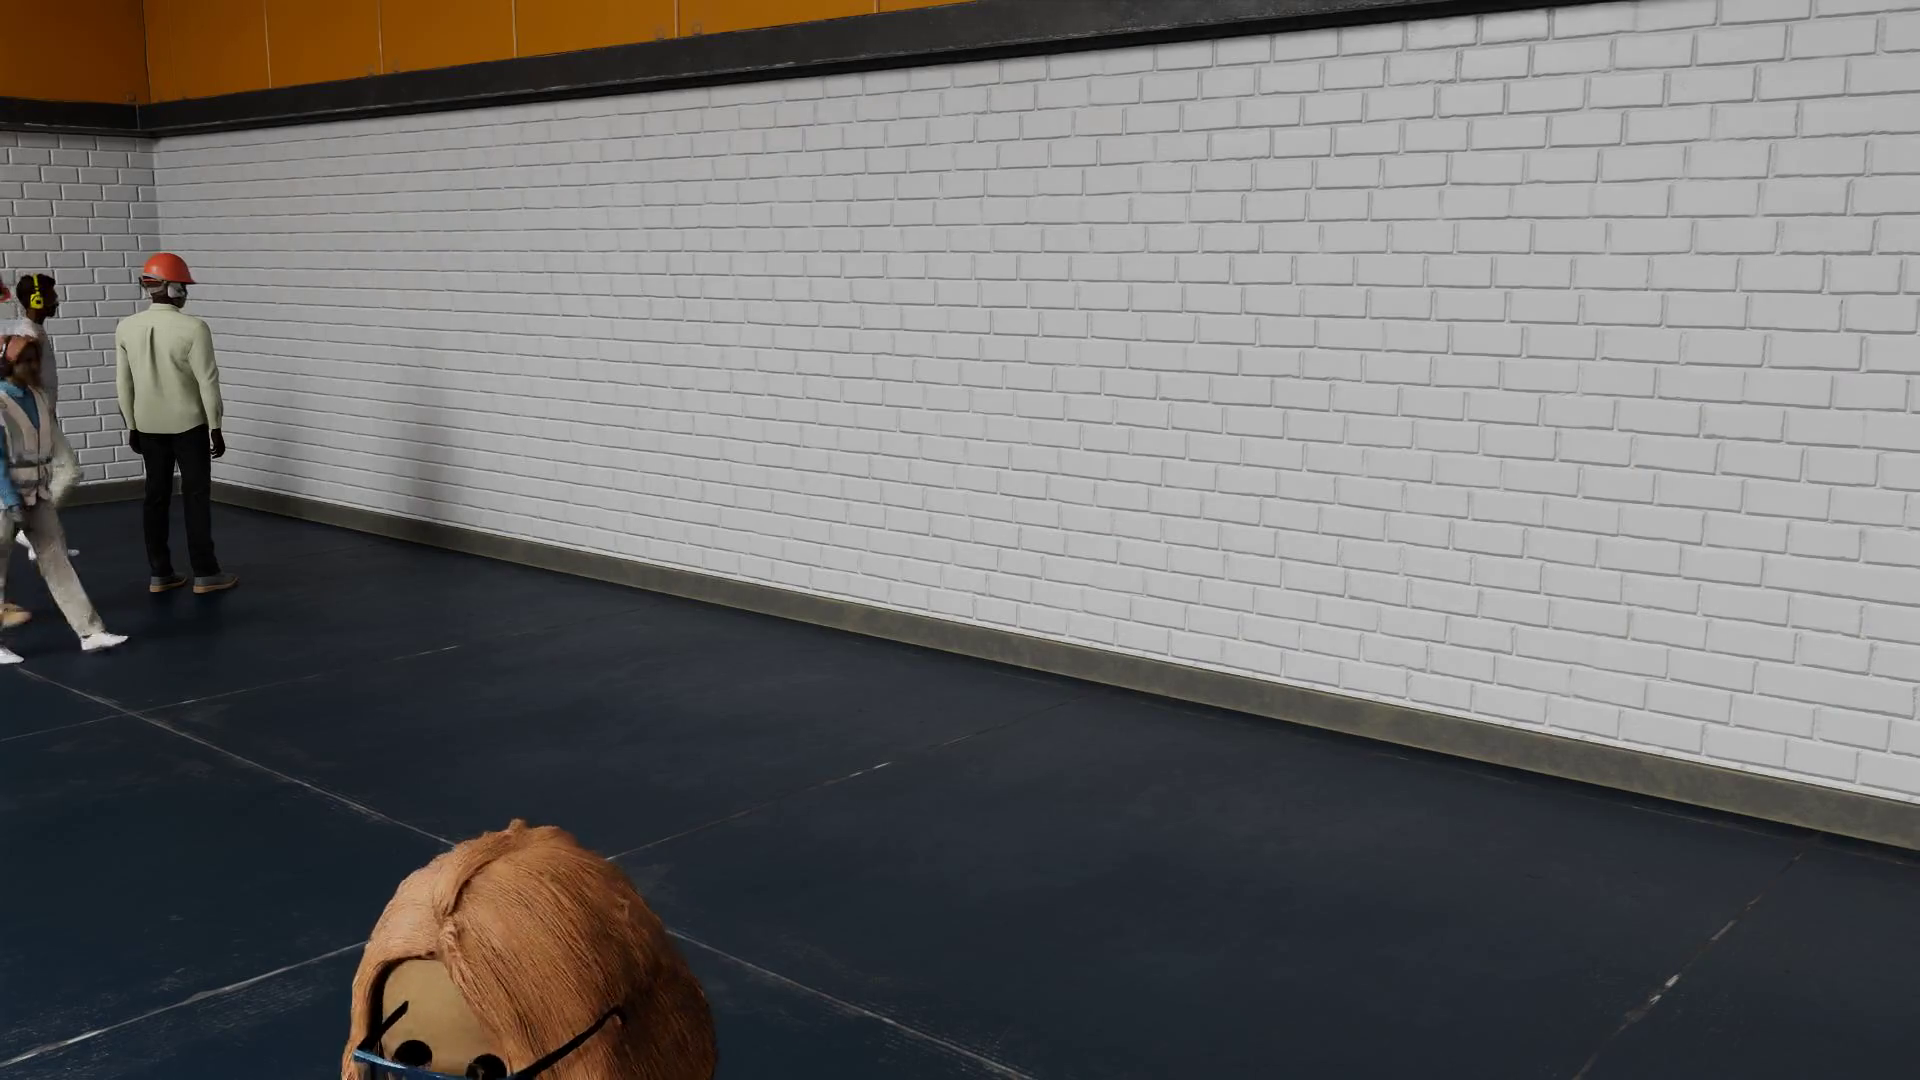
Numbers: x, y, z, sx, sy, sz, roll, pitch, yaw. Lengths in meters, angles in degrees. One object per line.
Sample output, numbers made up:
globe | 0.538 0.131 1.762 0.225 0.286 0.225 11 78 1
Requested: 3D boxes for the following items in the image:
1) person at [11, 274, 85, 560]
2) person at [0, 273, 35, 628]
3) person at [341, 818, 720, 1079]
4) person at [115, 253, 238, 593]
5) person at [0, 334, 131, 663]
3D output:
person | -5.938 -0.786 10.783 0.406 1.857 0.505 -8 13 -37
person | -5.088 -0.487 8.683 0.456 1.997 0.696 -4 11 -19
person | -0.297 0.999 1.257 0.506 1.632 0.277 4 11 21
person | -4.613 -0.680 9.784 0.625 1.990 0.389 2 10 9
person | -4.482 -0.181 8.077 0.847 1.599 0.514 1 10 6
